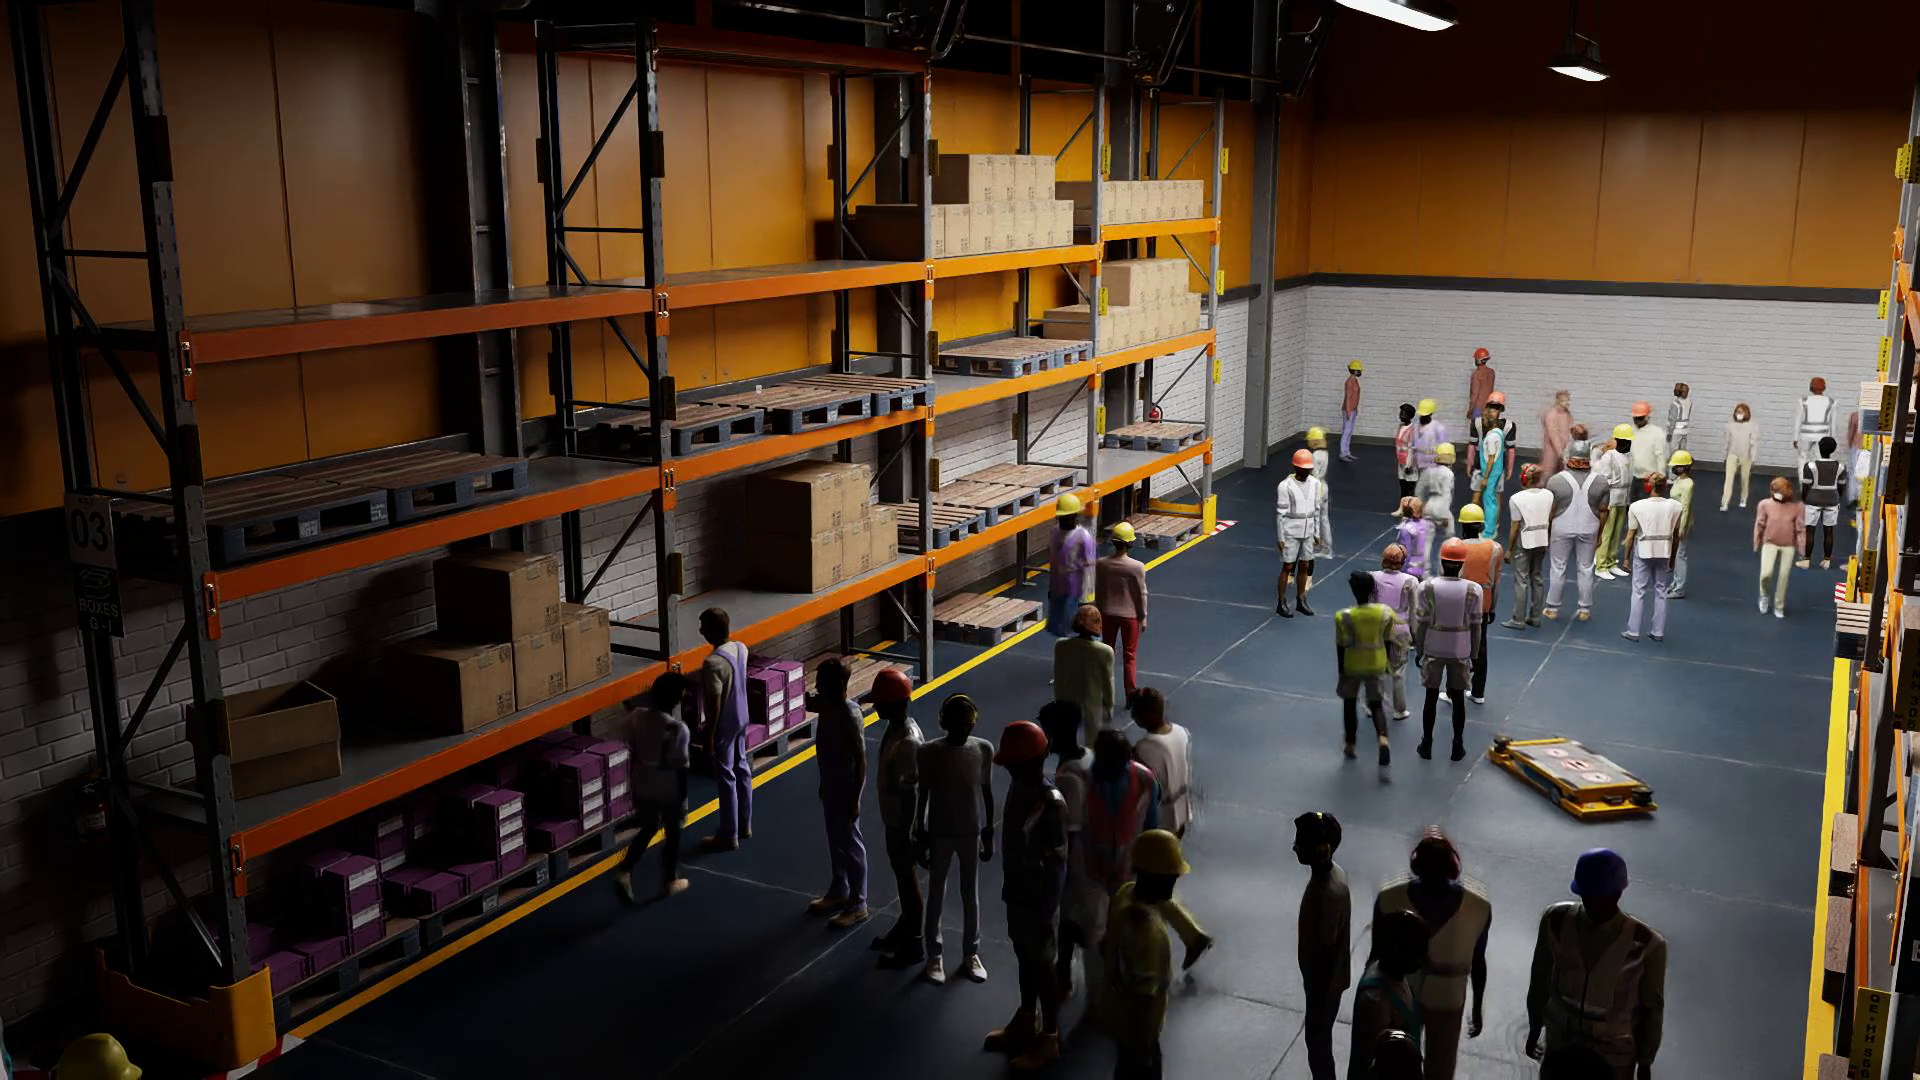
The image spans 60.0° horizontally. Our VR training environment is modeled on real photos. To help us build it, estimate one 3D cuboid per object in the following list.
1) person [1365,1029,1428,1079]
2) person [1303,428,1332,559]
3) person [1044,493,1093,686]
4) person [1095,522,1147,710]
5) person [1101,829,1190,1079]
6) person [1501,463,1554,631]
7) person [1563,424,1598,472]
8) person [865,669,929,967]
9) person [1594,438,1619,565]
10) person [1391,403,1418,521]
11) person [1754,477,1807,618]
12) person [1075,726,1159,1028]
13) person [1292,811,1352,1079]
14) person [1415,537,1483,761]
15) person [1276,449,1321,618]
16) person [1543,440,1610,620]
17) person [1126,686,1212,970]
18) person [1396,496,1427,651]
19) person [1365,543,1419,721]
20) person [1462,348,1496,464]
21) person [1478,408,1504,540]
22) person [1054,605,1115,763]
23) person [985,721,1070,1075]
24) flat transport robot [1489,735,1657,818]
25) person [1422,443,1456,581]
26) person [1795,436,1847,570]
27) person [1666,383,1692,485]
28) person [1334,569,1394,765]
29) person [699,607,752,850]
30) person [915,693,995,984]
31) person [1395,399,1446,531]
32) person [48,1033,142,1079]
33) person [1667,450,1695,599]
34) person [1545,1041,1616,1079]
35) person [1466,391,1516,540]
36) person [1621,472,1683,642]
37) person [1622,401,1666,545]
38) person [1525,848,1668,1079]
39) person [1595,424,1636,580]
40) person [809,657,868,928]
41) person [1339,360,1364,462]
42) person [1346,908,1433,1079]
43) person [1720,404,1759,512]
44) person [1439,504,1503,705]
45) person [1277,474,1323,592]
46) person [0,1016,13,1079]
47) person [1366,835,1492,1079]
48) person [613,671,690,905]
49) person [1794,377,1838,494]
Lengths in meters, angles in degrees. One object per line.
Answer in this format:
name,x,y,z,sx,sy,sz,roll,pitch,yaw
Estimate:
person,1.629,2.732,6.333,0.501,1.841,0.349,0,13,1
person,4.564,-0.587,21.501,0.635,1.720,0.496,8,15,32
person,1.076,0.468,16.304,0.494,1.907,0.617,-9,15,-34
person,1.510,0.706,15.568,0.524,1.769,0.314,7,14,29
person,0.885,2.302,8.077,0.393,1.920,0.629,0,13,-2
person,6.214,0.080,18.189,0.564,1.847,0.397,-6,14,-24
person,8.461,-0.802,22.701,0.501,1.594,0.859,12,17,43
person,-0.401,1.746,10.553,0.390,1.929,0.545,-3,13,-13
person,8.283,-0.496,21.253,0.497,1.632,0.289,-8,15,-31
person,6.438,-1.129,23.962,0.322,1.690,0.533,-3,13,-13
person,9.206,0.084,18.677,0.524,1.609,0.354,5,13,20
person,0.862,1.927,10.018,0.648,1.809,0.794,-2,13,-7
person,1.808,2.257,8.419,0.327,1.862,0.509,2,13,7
person,4.149,0.930,14.178,0.545,1.938,0.360,3,13,13
person,3.821,-0.076,18.716,0.546,1.930,0.390,-5,14,-23
person,6.862,-0.118,18.635,0.682,2.000,0.537,2,13,8
person,1.290,1.807,10.523,0.710,1.815,0.578,8,15,33
person,4.724,0.348,17.460,0.310,1.638,0.523,9,16,35
person,3.939,0.841,15.250,0.523,1.638,0.310,6,14,24
person,8.888,-2.289,28.457,0.608,1.996,0.381,-11,16,-39
person,7.140,-0.869,22.454,0.346,1.841,0.506,6,14,26
person,0.984,1.306,13.206,0.503,1.622,0.298,5,13,21
person,0.371,1.975,9.286,0.391,2.033,0.605,-5,14,-21
flat transport robot,4.985,1.901,13.592,0.652,0.197,1.431,-2,13,-11
person,5.879,-0.335,20.376,0.654,1.691,0.492,-6,14,-25
person,10.843,-0.461,20.949,0.535,1.697,0.318,1,13,4
person,11.489,-1.703,26.626,0.522,1.645,0.305,-10,16,-38
person,3.420,1.090,14.046,0.531,1.680,0.648,0,13,-1
person,-1.748,1.391,12.338,0.348,1.840,0.505,5,14,23
person,-0.030,1.838,10.298,0.510,1.860,0.334,-2,13,-11
person,6.563,-1.069,23.320,0.961,1.865,0.613,-6,14,-26
person,-3.257,2.737,6.357,0.403,1.825,0.599,-1,13,-3
person,8.447,-0.183,19.573,0.339,1.761,0.524,3,13,13
person,2.252,2.716,6.191,0.731,1.937,0.413,-8,15,-31
person,7.239,-1.016,22.697,0.615,2.029,0.409,4,13,19
person,7.367,0.194,17.704,0.561,1.838,0.388,0,13,0
person,9.090,-0.882,22.224,0.512,1.971,0.678,-10,16,-38
person,2.950,2.350,7.797,0.615,1.945,0.404,10,16,39
person,8.100,-0.480,20.513,0.587,1.928,0.362,-10,16,-38
person,-0.802,1.666,11.091,0.325,1.843,0.517,-7,14,-29
person,6.785,-2.237,28.766,0.341,1.759,0.528,6,14,25
person,1.886,2.499,7.378,0.345,1.840,0.504,4,13,18
person,11.550,-1.233,24.643,0.500,1.592,0.853,9,15,34
person,4.784,0.609,15.673,0.582,1.919,0.397,-1,13,-4
person,4.077,-0.228,19.904,0.319,1.697,0.533,-11,17,-42
person,-4.214,2.587,7.007,0.429,1.832,0.635,3,13,11
person,2.309,2.322,8.270,0.580,1.794,0.898,4,13,17
person,-2.083,1.707,11.309,0.569,1.661,0.600,7,14,29
person,13.128,-1.575,25.541,0.609,1.871,0.431,5,14,23
